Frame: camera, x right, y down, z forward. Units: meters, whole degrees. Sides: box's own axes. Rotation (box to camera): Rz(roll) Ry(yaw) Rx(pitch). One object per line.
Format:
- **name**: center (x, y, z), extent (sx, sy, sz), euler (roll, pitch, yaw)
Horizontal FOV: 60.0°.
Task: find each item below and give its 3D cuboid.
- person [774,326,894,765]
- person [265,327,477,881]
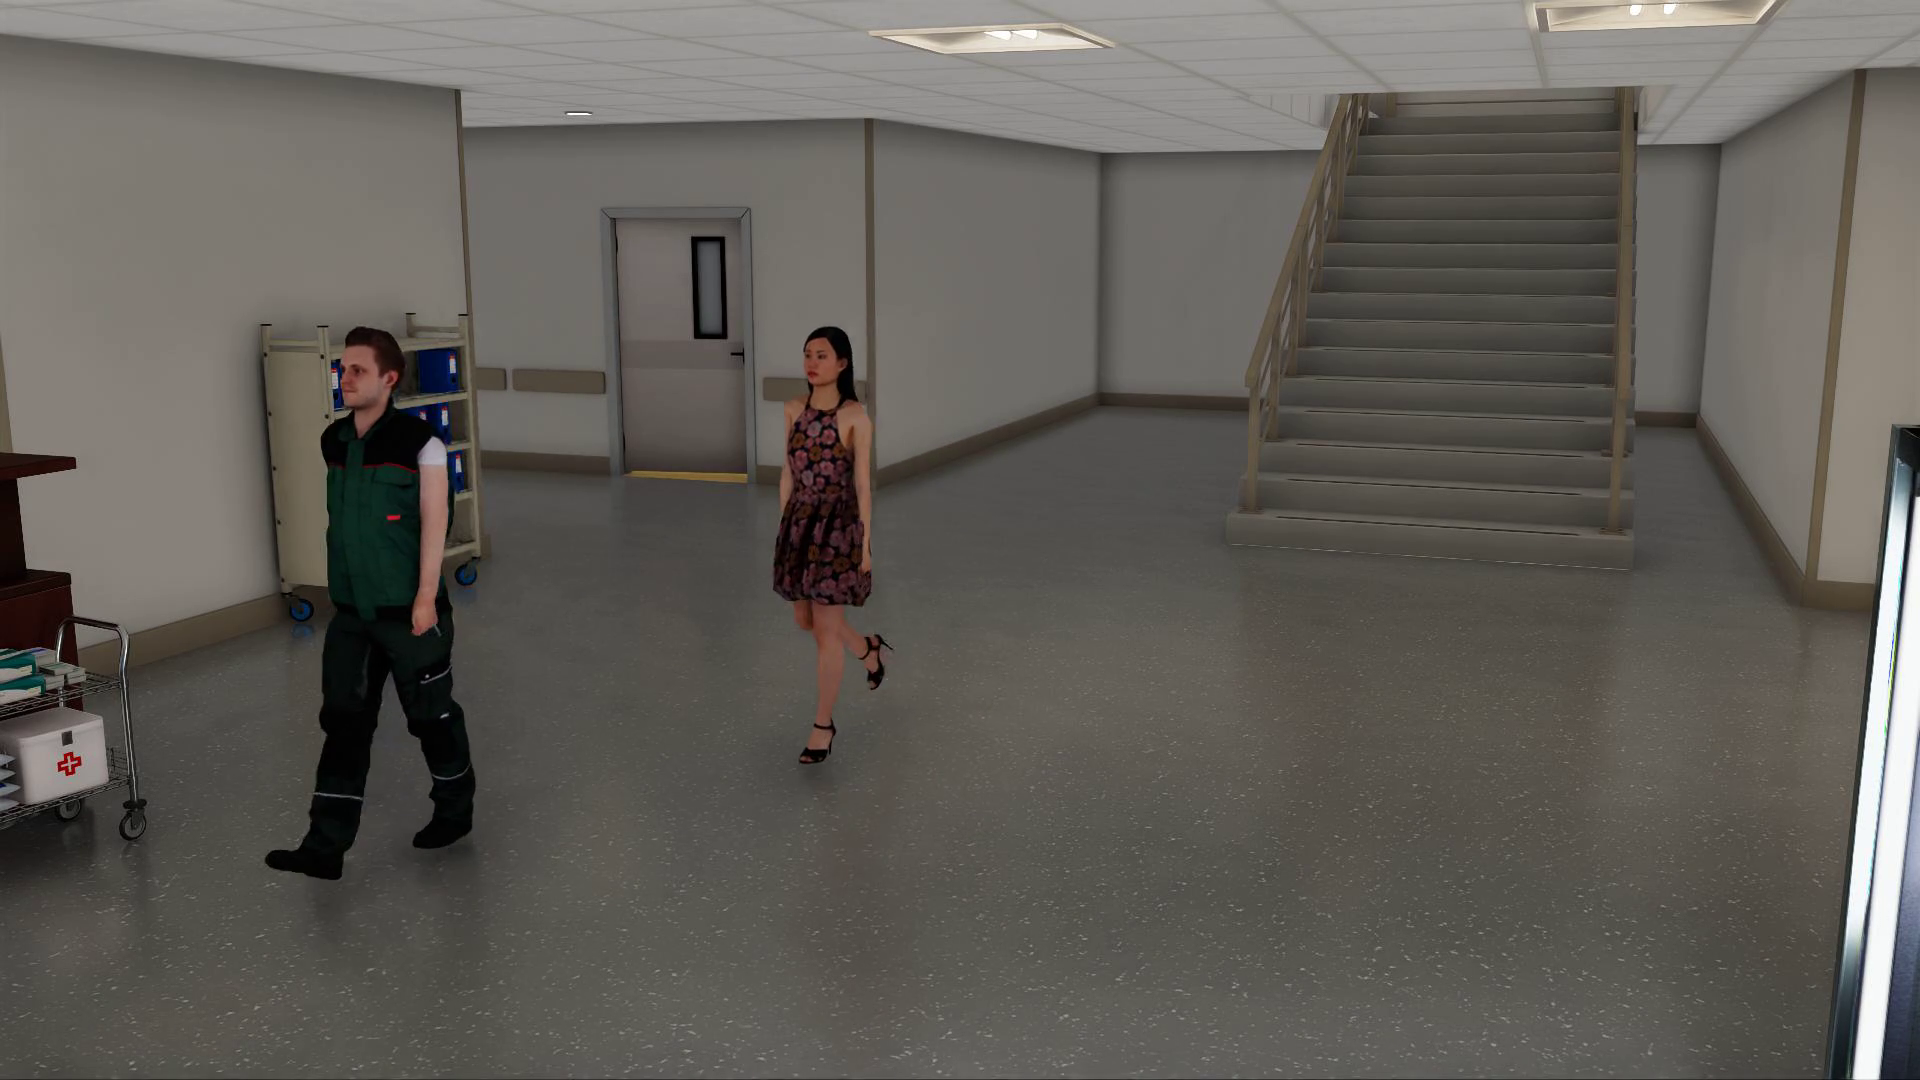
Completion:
- **person**: center (-0.502, 0.018, 6.761), extent (0.718, 1.759, 0.954), euler (6, 12, 29)
- **person**: center (-1.863, 0.211, 5.625), extent (0.655, 1.804, 1.011), euler (4, 11, 20)
